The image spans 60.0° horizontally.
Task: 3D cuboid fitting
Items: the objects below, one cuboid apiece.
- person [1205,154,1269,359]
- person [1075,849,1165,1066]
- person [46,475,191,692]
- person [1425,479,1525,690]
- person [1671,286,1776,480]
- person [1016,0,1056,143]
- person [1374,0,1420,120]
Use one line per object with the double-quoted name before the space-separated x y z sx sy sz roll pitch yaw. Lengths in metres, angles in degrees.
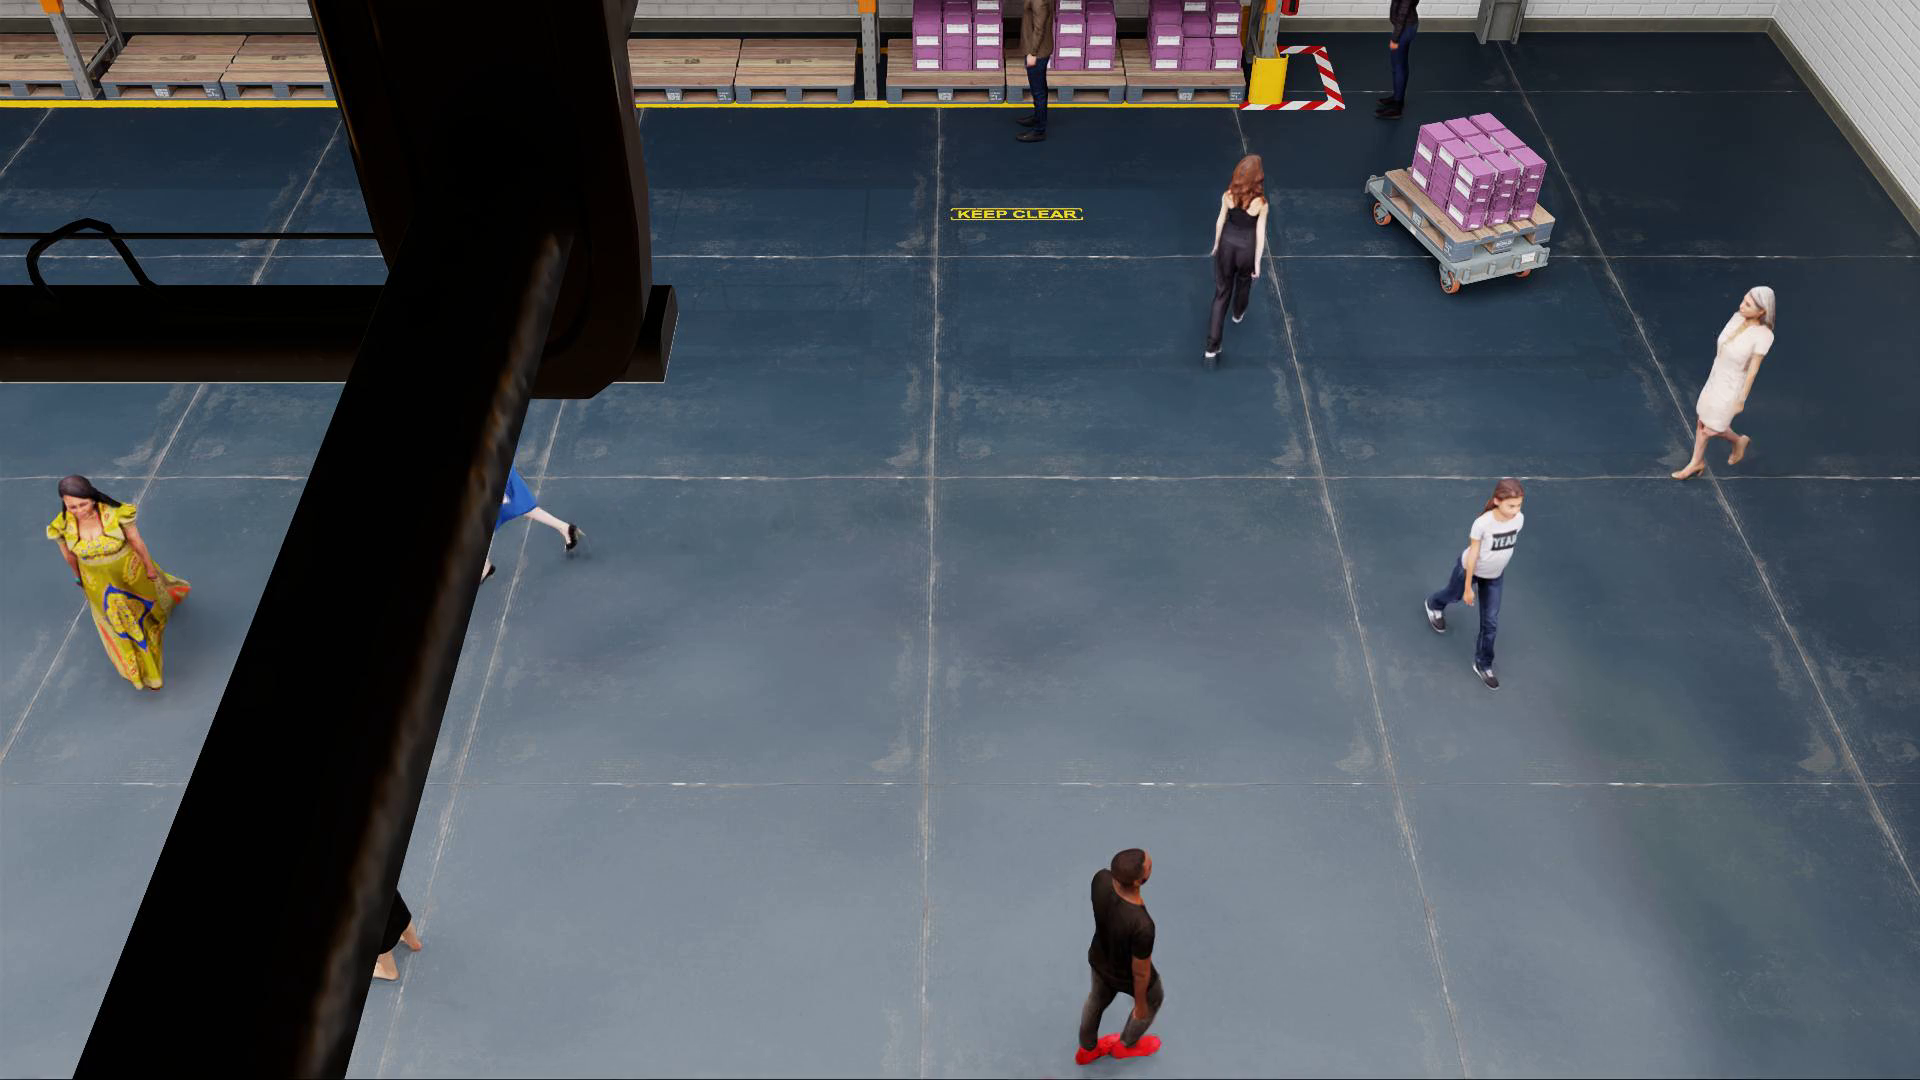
"person" 2.196 -2.256 13.399 1.178 1.703 0.969 17 46 17
"person" 0.752 2.239 8.618 0.876 1.790 0.836 -23 48 -23
"person" -5.531 0.166 10.912 1.372 1.627 1.228 -20 47 -20
"person" 3.395 0.162 10.989 1.052 1.527 0.736 -8 44 -8
"person" 5.698 -1.121 12.192 0.833 1.724 0.683 -7 44 -7
"person" 0.745 -4.714 15.844 0.583 1.889 0.658 3 44 3
"person" 4.333 -4.964 16.212 0.676 1.744 0.687 15 46 15
